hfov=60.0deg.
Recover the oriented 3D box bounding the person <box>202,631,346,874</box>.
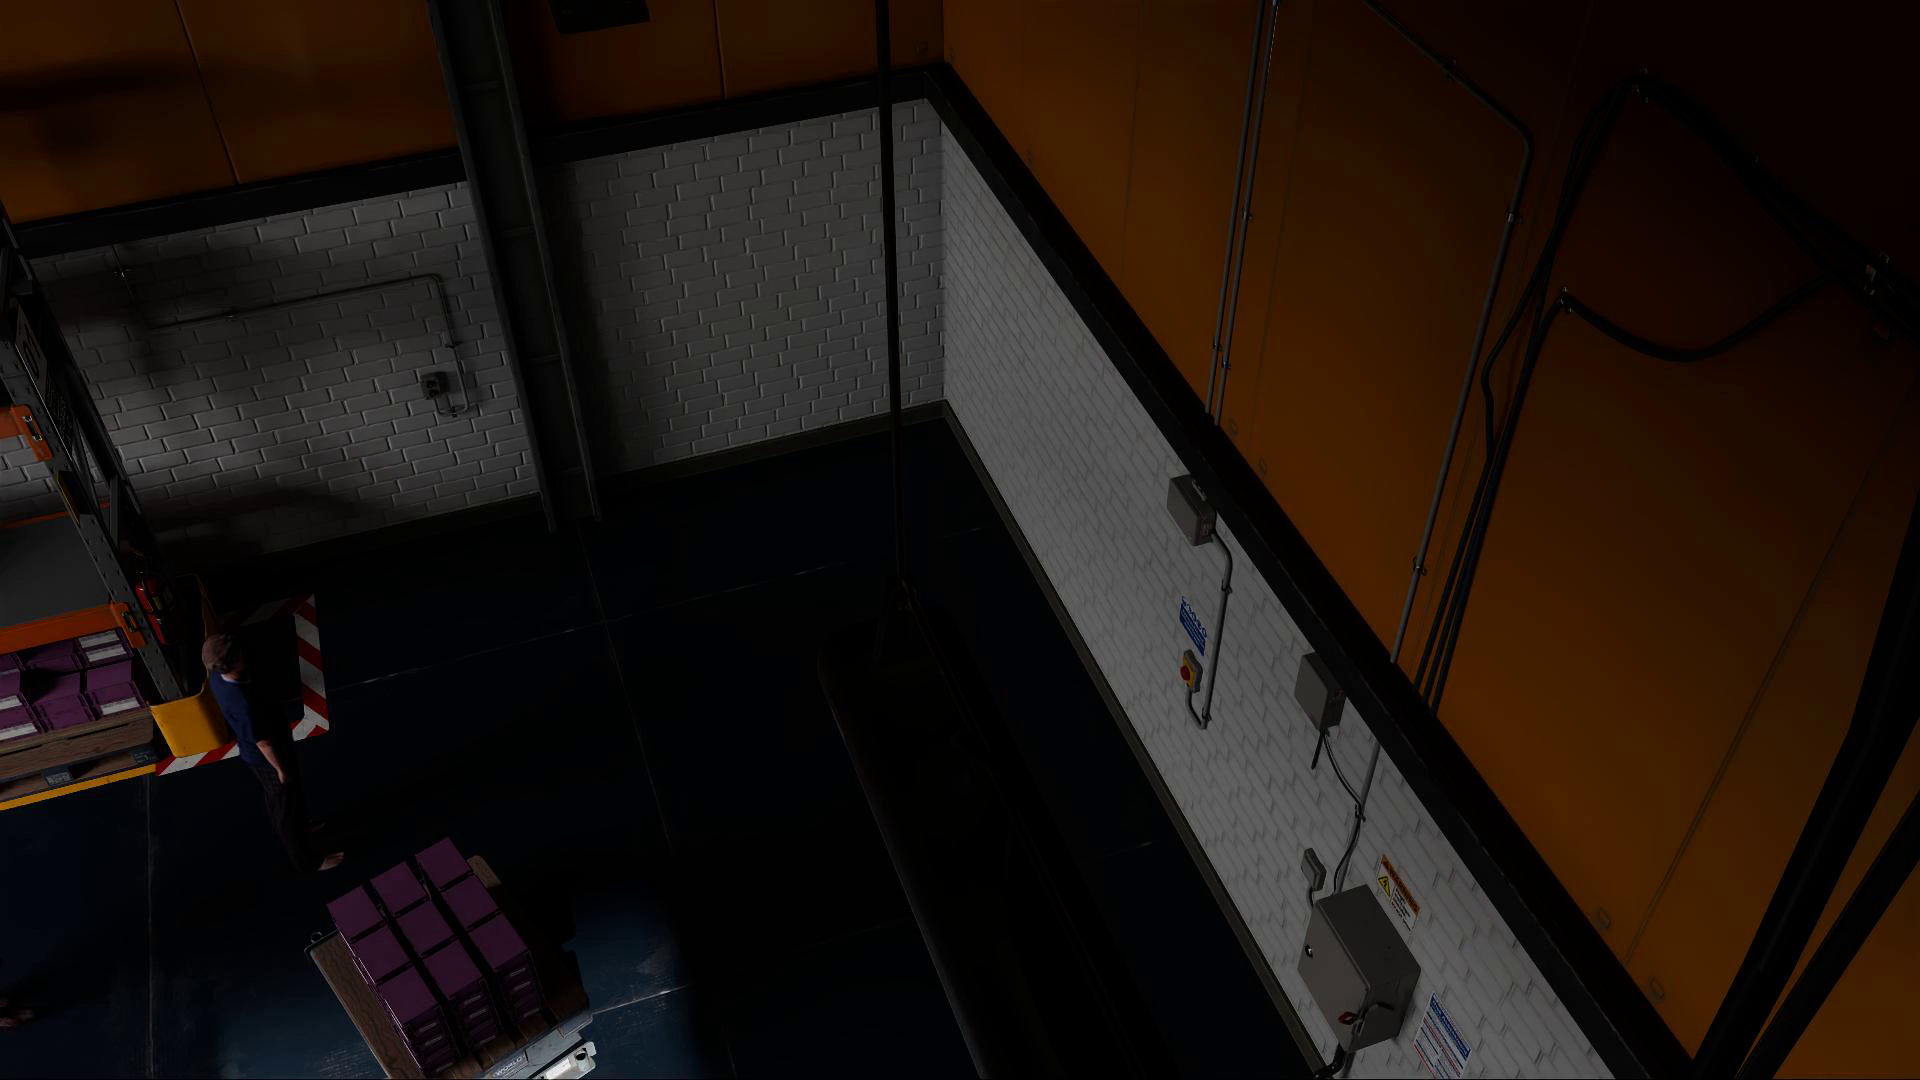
[{"bbox_3d":[-3.968,1.200,9.532,0.626,1.871,0.711,-25,49,-24],"label":"person"}]
